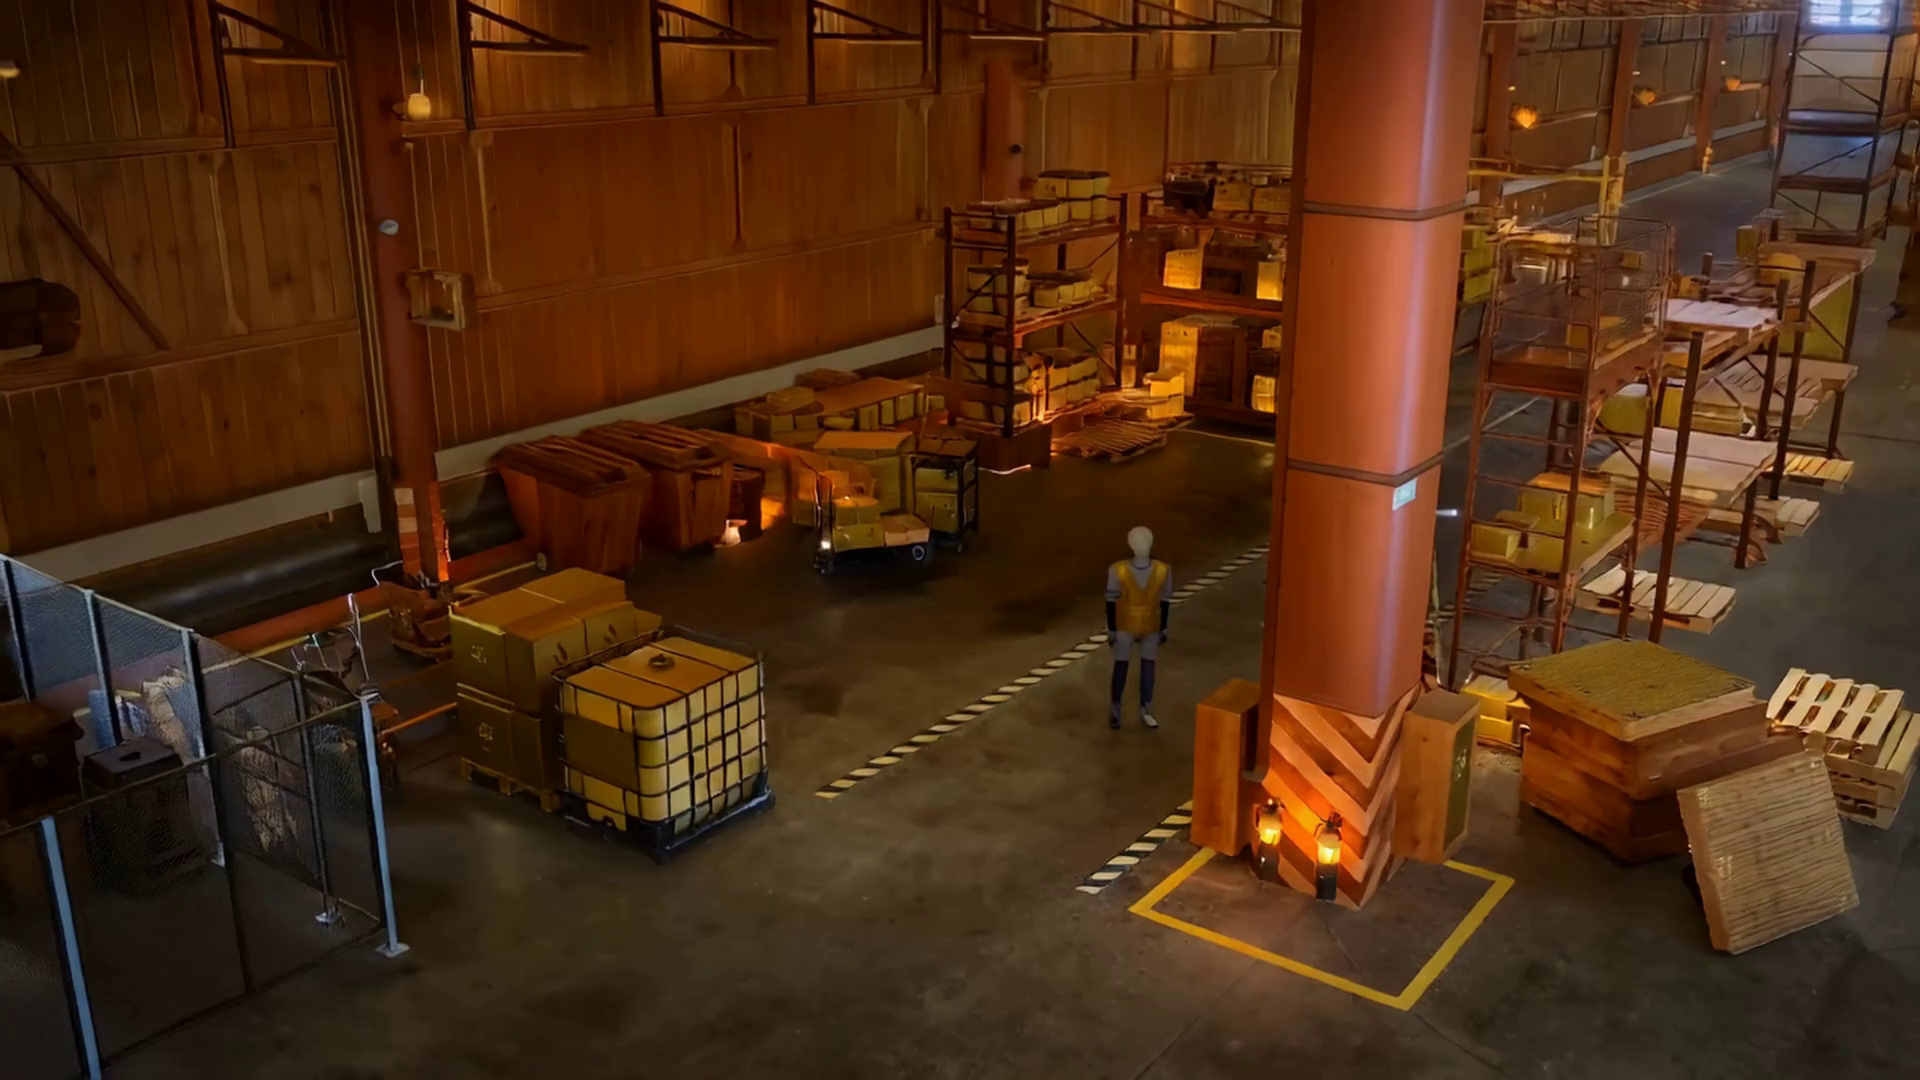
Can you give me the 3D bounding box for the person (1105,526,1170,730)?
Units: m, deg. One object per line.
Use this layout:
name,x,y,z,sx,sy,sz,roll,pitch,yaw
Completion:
person,1.420,0.703,13.342,0.532,1.696,0.319,-2,18,-7

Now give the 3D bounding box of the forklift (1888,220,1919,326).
forklift,17.631,-5.287,29.800,1.129,2.768,1.873,13,22,34
